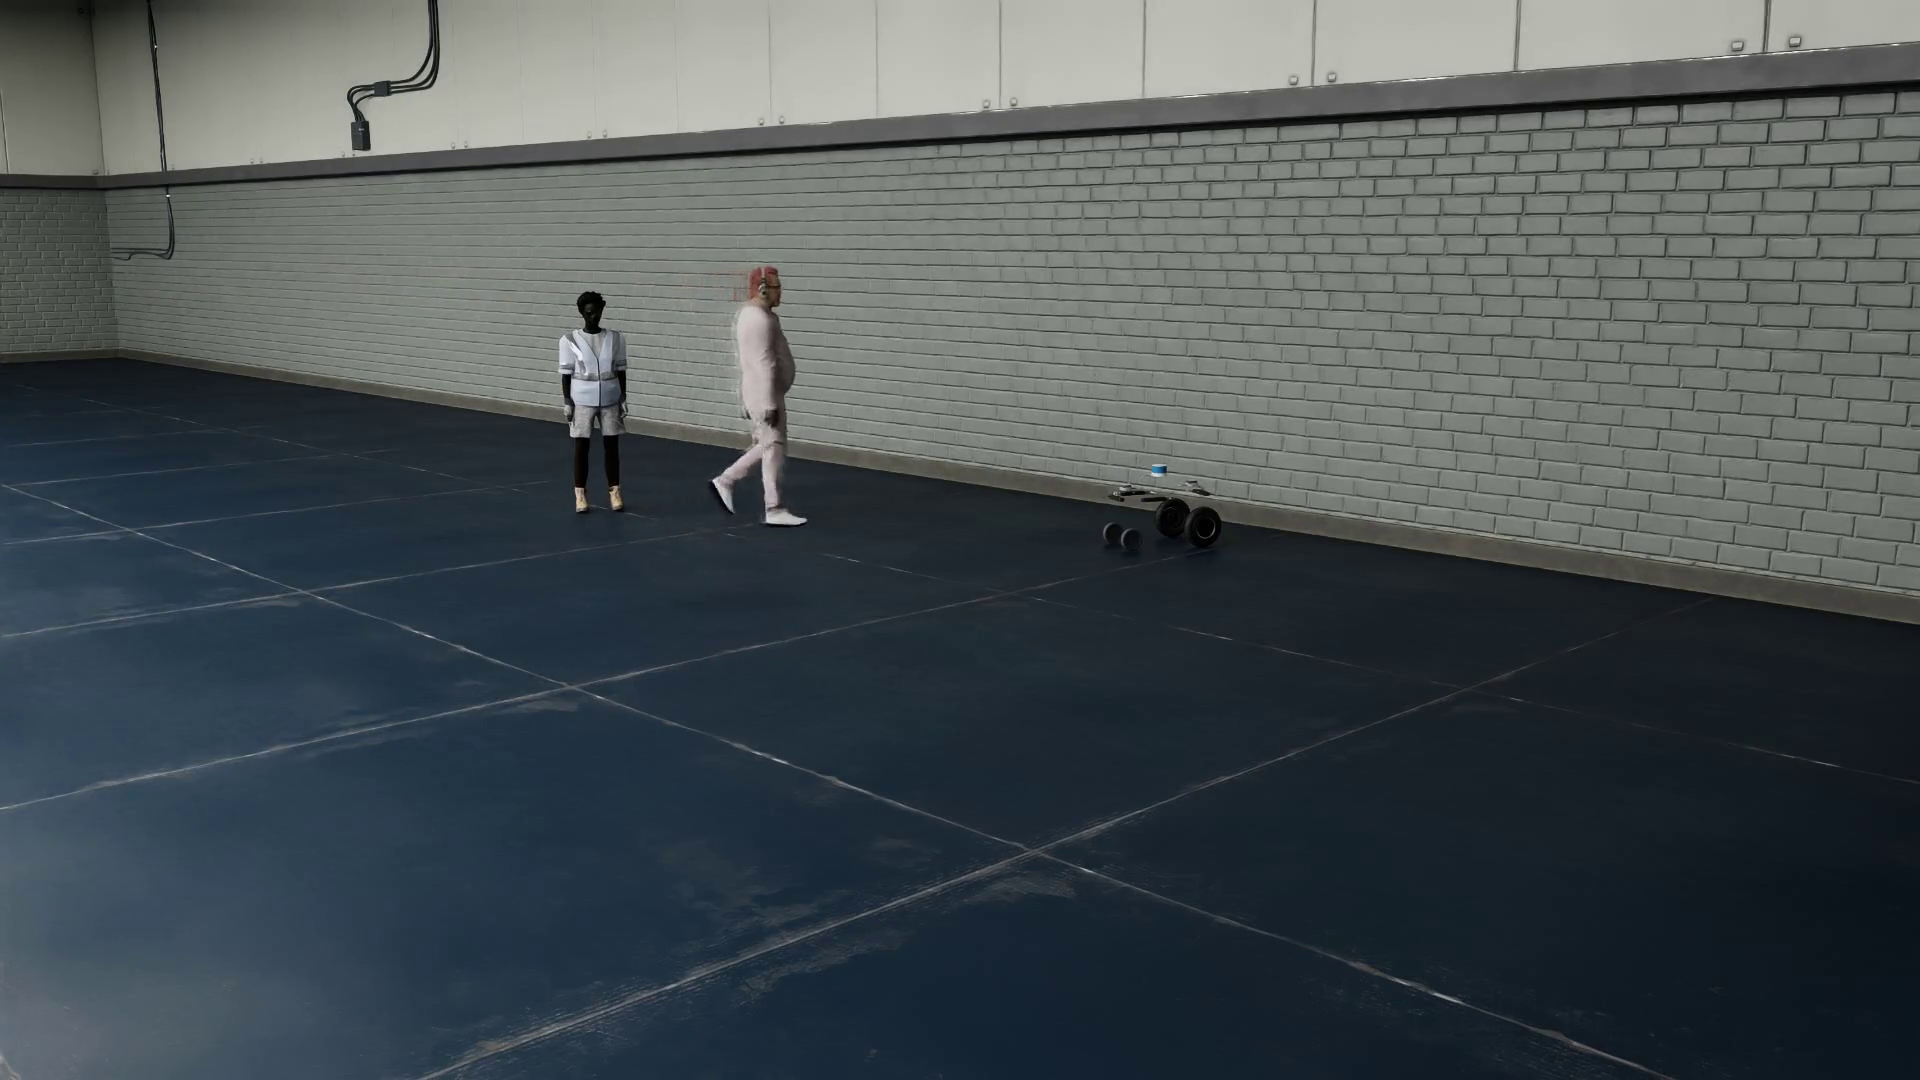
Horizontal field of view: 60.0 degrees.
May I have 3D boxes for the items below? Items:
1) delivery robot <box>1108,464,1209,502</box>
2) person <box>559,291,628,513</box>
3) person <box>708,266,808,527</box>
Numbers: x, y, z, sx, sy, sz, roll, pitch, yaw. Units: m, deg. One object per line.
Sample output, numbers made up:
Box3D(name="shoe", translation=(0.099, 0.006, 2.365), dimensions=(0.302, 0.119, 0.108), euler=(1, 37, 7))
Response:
Box3D(name="delivery robot", translation=(1.372, -0.407, 11.451), dimensions=(0.698, 0.223, 0.335), euler=(-4, 11, -22))
Box3D(name="person", translation=(-2.802, -1.059, 12.761), dimensions=(0.531, 1.689, 0.321), euler=(-5, 12, -26))
Box3D(name="person", translation=(-1.467, -1.030, 12.061), dimensions=(0.616, 1.889, 0.649), euler=(-2, 11, -12))
